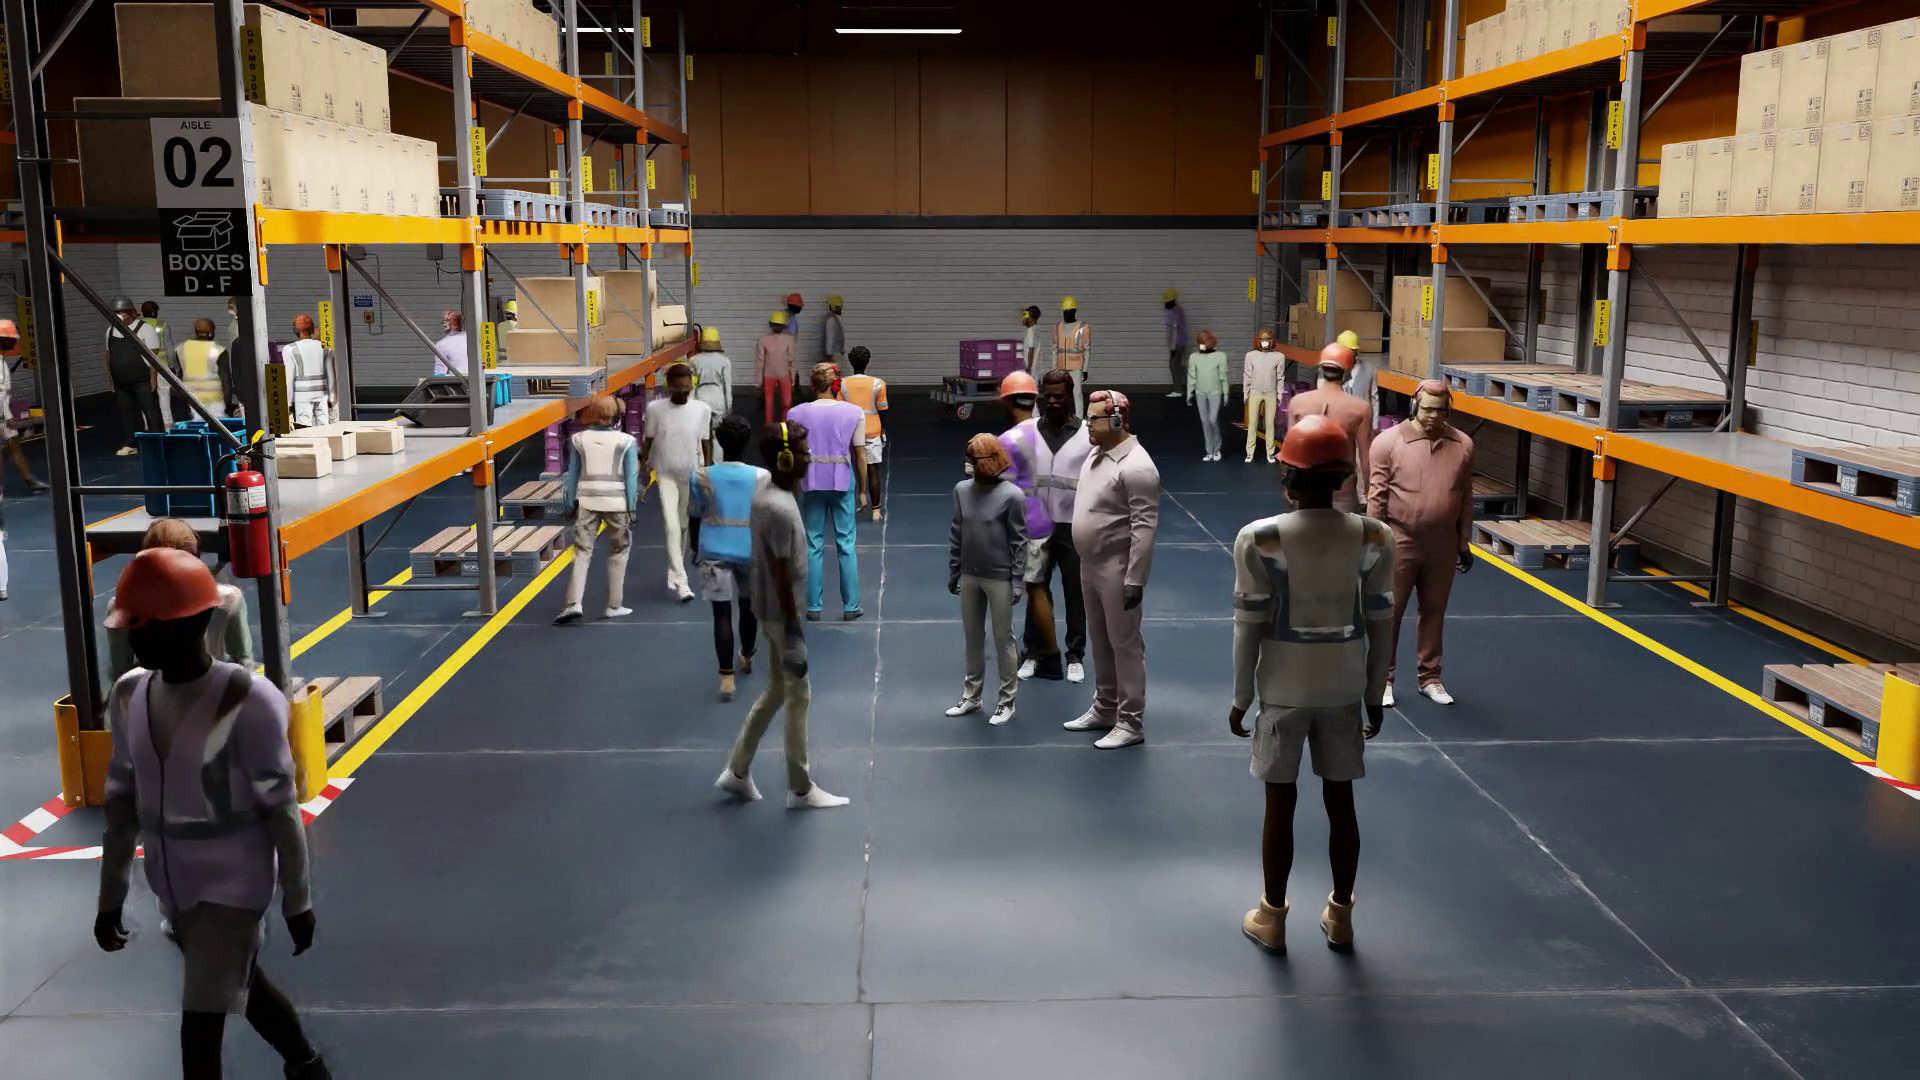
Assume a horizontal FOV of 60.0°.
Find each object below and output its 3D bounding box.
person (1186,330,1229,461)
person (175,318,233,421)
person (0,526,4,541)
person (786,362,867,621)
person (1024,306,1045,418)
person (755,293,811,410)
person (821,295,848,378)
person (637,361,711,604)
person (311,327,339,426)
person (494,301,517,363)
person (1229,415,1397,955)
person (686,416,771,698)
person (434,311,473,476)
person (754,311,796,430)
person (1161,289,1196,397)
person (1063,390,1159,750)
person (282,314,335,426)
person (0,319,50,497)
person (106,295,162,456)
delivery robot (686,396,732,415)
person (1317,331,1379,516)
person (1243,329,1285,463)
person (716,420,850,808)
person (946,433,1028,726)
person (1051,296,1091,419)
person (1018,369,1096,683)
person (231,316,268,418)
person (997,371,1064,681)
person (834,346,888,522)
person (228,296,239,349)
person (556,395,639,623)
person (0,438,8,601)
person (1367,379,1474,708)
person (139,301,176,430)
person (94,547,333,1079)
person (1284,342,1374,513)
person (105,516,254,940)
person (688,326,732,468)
[{"bbox_3d":[3.029,-1.753,20.332,0.513,1.606,0.504,6,12,29],"label":"person"},{"bbox_3d":[-8.588,-1.614,18.944,0.642,1.824,0.525,1,10,6],"label":"person"},{"bbox_3d":[-8.802,-0.820,14.543,0.522,1.806,0.804,4,11,23],"label":"person"},{"bbox_3d":[-0.937,-0.331,11.753,0.563,1.839,0.393,0,10,2],"label":"person"},{"bbox_3d":[0.995,-2.206,22.272,0.362,1.838,0.567,1,10,5],"label":"person"},{"bbox_3d":[-2.802,-2.981,26.454,1.056,1.878,0.554,-4,11,-19],"label":"person"},{"bbox_3d":[-2.036,-3.173,27.698,0.677,1.801,0.609,-2,10,-10],"label":"person"},{"bbox_3d":[-2.145,-0.447,12.540,0.541,1.797,1.005,-4,11,-22],"label":"person"},{"bbox_3d":[-7.854,-1.795,20.464,0.515,1.640,0.315,-8,13,-38],"label":"person"},{"bbox_3d":[-6.490,-2.561,24.219,0.594,1.825,0.404,4,11,23],"label":"person"},{"bbox_3d":[1.309,0.552,6.253,0.608,2.048,0.363,-1,10,-4],"label":"person"},{"bbox_3d":[-1.371,0.074,10.011,0.533,1.644,0.875,-2,10,-12],"label":"person"},{"bbox_3d":[-5.766,-1.677,19.098,0.400,1.902,0.647,7,12,34],"label":"person"},{"bbox_3d":[-2.487,-2.183,22.303,0.590,1.747,0.490,-2,10,-13],"label":"person"},{"bbox_3d":[3.775,-3.395,28.717,0.685,1.876,0.658,1,10,4],"label":"person"},{"bbox_3d":[0.787,0.154,8.865,0.403,1.906,0.652,-4,11,-21],"label":"person"},{"bbox_3d":[-7.223,-1.561,18.485,0.345,1.884,0.584,9,14,41],"label":"person"},{"bbox_3d":[-9.929,-1.344,17.278,0.920,1.877,0.545,-4,11,-21],"label":"person"},{"bbox_3d":[-10.370,-2.058,20.812,0.688,2.000,0.538,2,10,10],"label":"person"},{"bbox_3d":[-3.671,-1.997,24.352,0.707,0.478,0.477,7,13,36],"label":"delivery robot"},{"bbox_3d":[3.795,-1.140,16.313,0.639,1.818,0.431,1,10,4],"label":"person"},{"bbox_3d":[3.690,-1.749,20.226,0.499,1.633,0.286,2,10,9],"label":"person"},{"bbox_3d":[-0.849,0.374,7.861,0.502,1.899,0.548,-3,11,-17],"label":"person"},{"bbox_3d":[0.142,0.216,9.279,0.508,1.631,0.274,8,13,37],"label":"person"},{"bbox_3d":[1.523,-2.410,23.087,0.594,1.926,0.366,7,12,32],"label":"person"},{"bbox_3d":[0.596,-0.088,10.178,0.592,1.919,0.392,3,10,14],"label":"person"},{"bbox_3d":[-7.729,-1.572,18.228,0.625,1.992,0.386,9,14,42],"label":"person"},{"bbox_3d":[0.452,-0.090,10.257,0.528,1.890,0.584,9,14,41],"label":"person"},{"bbox_3d":[-0.956,-1.005,15.905,0.542,1.695,0.316,-2,10,-9],"label":"person"},{"bbox_3d":[-10.023,-2.445,23.257,0.372,1.938,0.630,-10,14,-43],"label":"person"},{"bbox_3d":[-2.549,-0.210,11.731,0.543,1.610,0.547,2,10,9],"label":"person"},{"bbox_3d":[-7.341,-0.390,12.290,0.312,1.768,0.529,7,12,33],"label":"person"},{"bbox_3d":[2.668,0.023,9.615,0.636,1.902,0.404,-1,10,-7],"label":"person"},{"bbox_3d":[-11.515,-2.489,23.770,0.634,1.841,0.429,0,10,1],"label":"person"},{"bbox_3d":[-2.085,0.936,4.593,0.566,1.883,1.014,4,11,21],"label":"person"},{"bbox_3d":[2.622,-0.406,11.775,0.636,1.977,0.426,6,12,29],"label":"person"},{"bbox_3d":[-2.997,0.723,6.452,0.521,1.641,0.311,-5,11,-26],"label":"person"},{"bbox_3d":[-2.807,-1.530,18.737,0.496,1.735,0.392,0,10,-2],"label":"person"}]
